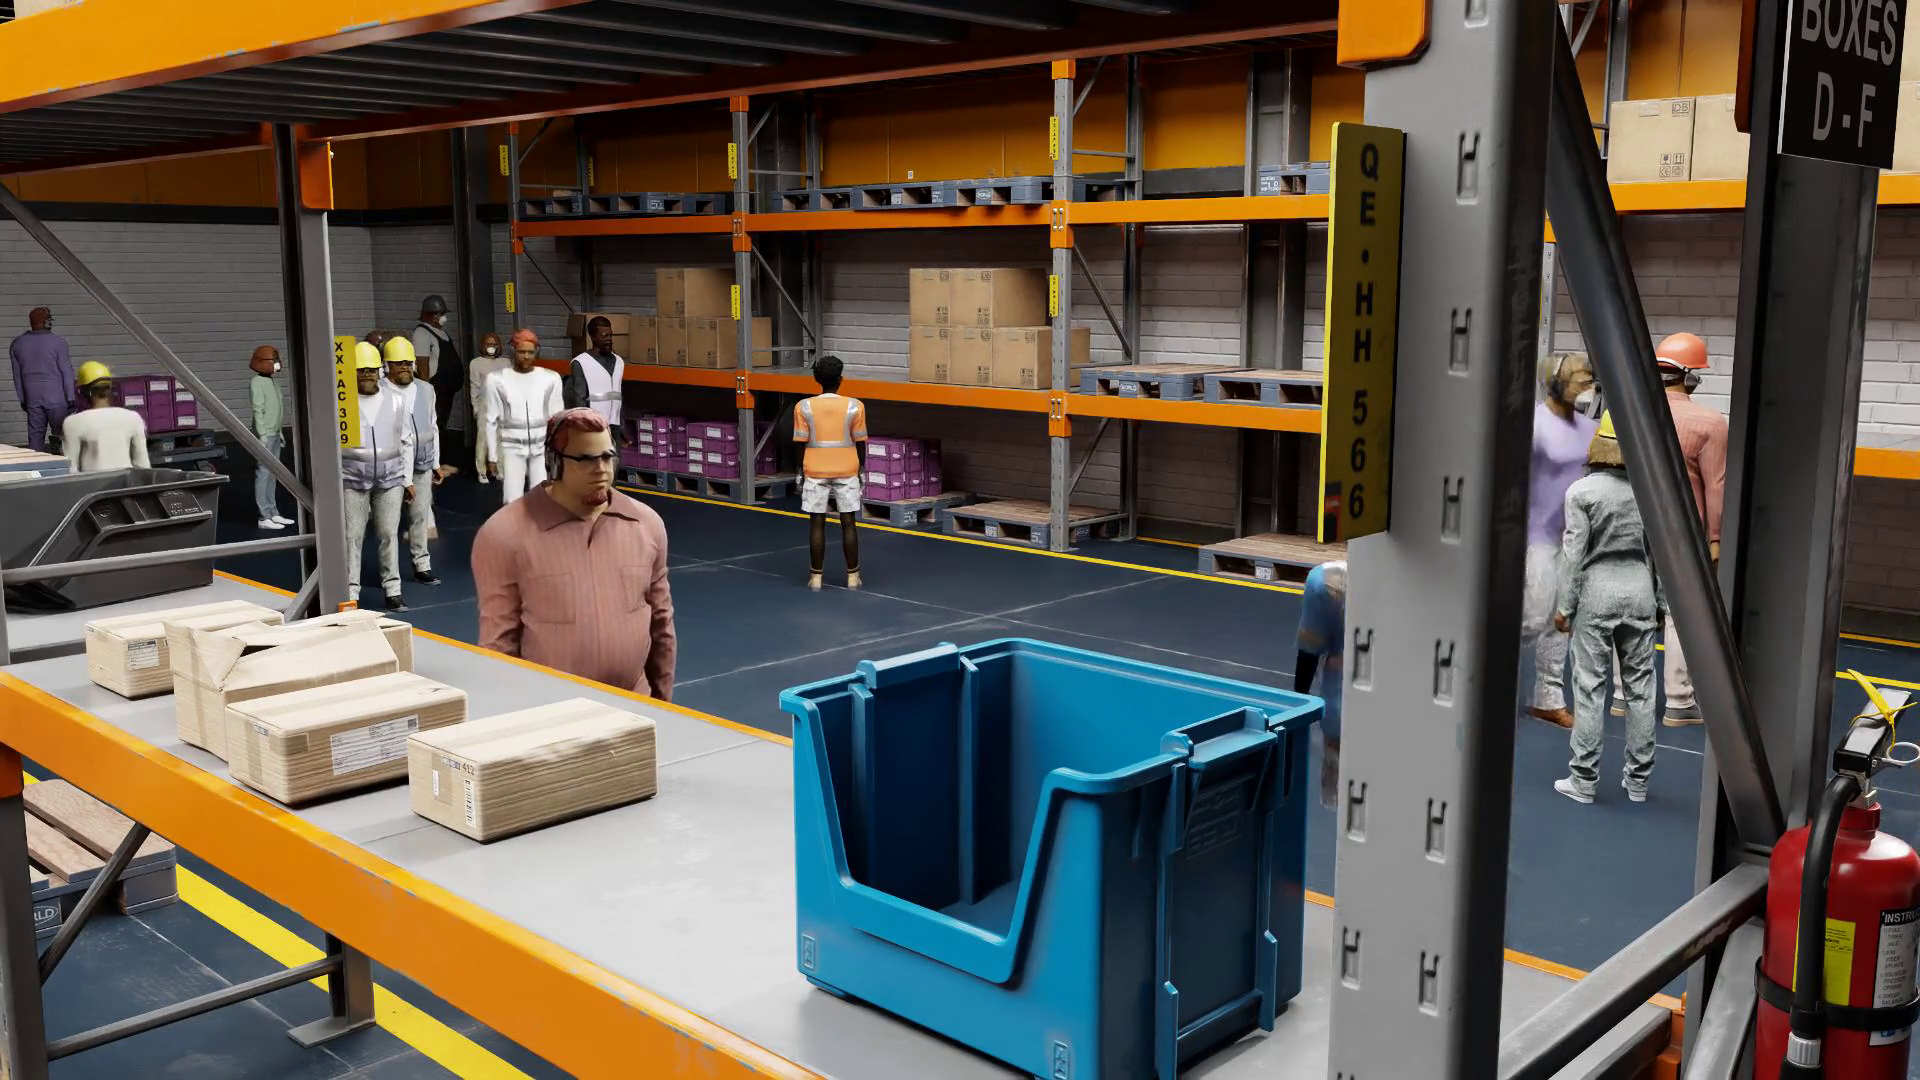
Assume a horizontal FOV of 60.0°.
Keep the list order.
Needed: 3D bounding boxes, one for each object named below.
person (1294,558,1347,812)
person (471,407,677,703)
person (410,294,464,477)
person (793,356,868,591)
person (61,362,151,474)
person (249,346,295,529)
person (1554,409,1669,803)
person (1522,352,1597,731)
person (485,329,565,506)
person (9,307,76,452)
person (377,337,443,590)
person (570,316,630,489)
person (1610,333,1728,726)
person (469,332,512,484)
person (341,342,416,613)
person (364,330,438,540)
[{"bbox_3d":[1.355,0.594,5.492,0.543,1.678,0.555,-1,9,-6],"label":"person"},{"bbox_3d":[-1.164,0.534,5.188,0.652,1.901,0.400,-6,11,-34],"label":"person"},{"bbox_3d":[-5.821,-1.728,18.606,0.536,2.000,0.688,0,9,1],"label":"person"},{"bbox_3d":[-0.929,-0.475,11.968,0.537,1.698,0.320,-1,9,-5],"label":"person"},{"bbox_3d":[-5.628,-0.316,10.956,0.930,1.704,0.536,6,11,34],"label":"person"},{"bbox_3d":[-6.183,-0.920,14.898,0.278,1.634,0.497,-1,9,-3],"label":"person"},{"bbox_3d":[2.832,0.276,7.230,0.493,1.743,0.310,0,9,-2],"label":"person"},{"bbox_3d":[2.875,-0.002,8.431,0.644,1.920,0.674,-7,12,-38],"label":"person"},{"bbox_3d":[-3.264,-0.656,12.561,0.585,1.868,0.405,-4,10,-21],"label":"person"},{"bbox_3d":[-9.797,-1.540,17.868,0.642,1.908,0.407,0,9,1],"label":"person"},{"bbox_3d":[-4.020,-0.553,12.036,0.404,1.830,0.600,9,13,43],"label":"person"},{"bbox_3d":[-3.052,-0.936,14.122,0.378,1.917,0.598,5,10,28],"label":"person"},{"bbox_3d":[3.609,-0.055,8.492,0.394,1.992,0.622,-8,12,-41],"label":"person"},{"bbox_3d":[-5.072,-1.435,18.057,0.501,1.631,0.285,-9,13,-43],"label":"person"},{"bbox_3d":[-3.942,-0.405,11.128,0.590,1.835,0.404,-6,11,-30],"label":"person"},{"bbox_3d":[-4.926,-0.868,14.087,0.962,1.788,0.658,-3,10,-18],"label":"person"}]
